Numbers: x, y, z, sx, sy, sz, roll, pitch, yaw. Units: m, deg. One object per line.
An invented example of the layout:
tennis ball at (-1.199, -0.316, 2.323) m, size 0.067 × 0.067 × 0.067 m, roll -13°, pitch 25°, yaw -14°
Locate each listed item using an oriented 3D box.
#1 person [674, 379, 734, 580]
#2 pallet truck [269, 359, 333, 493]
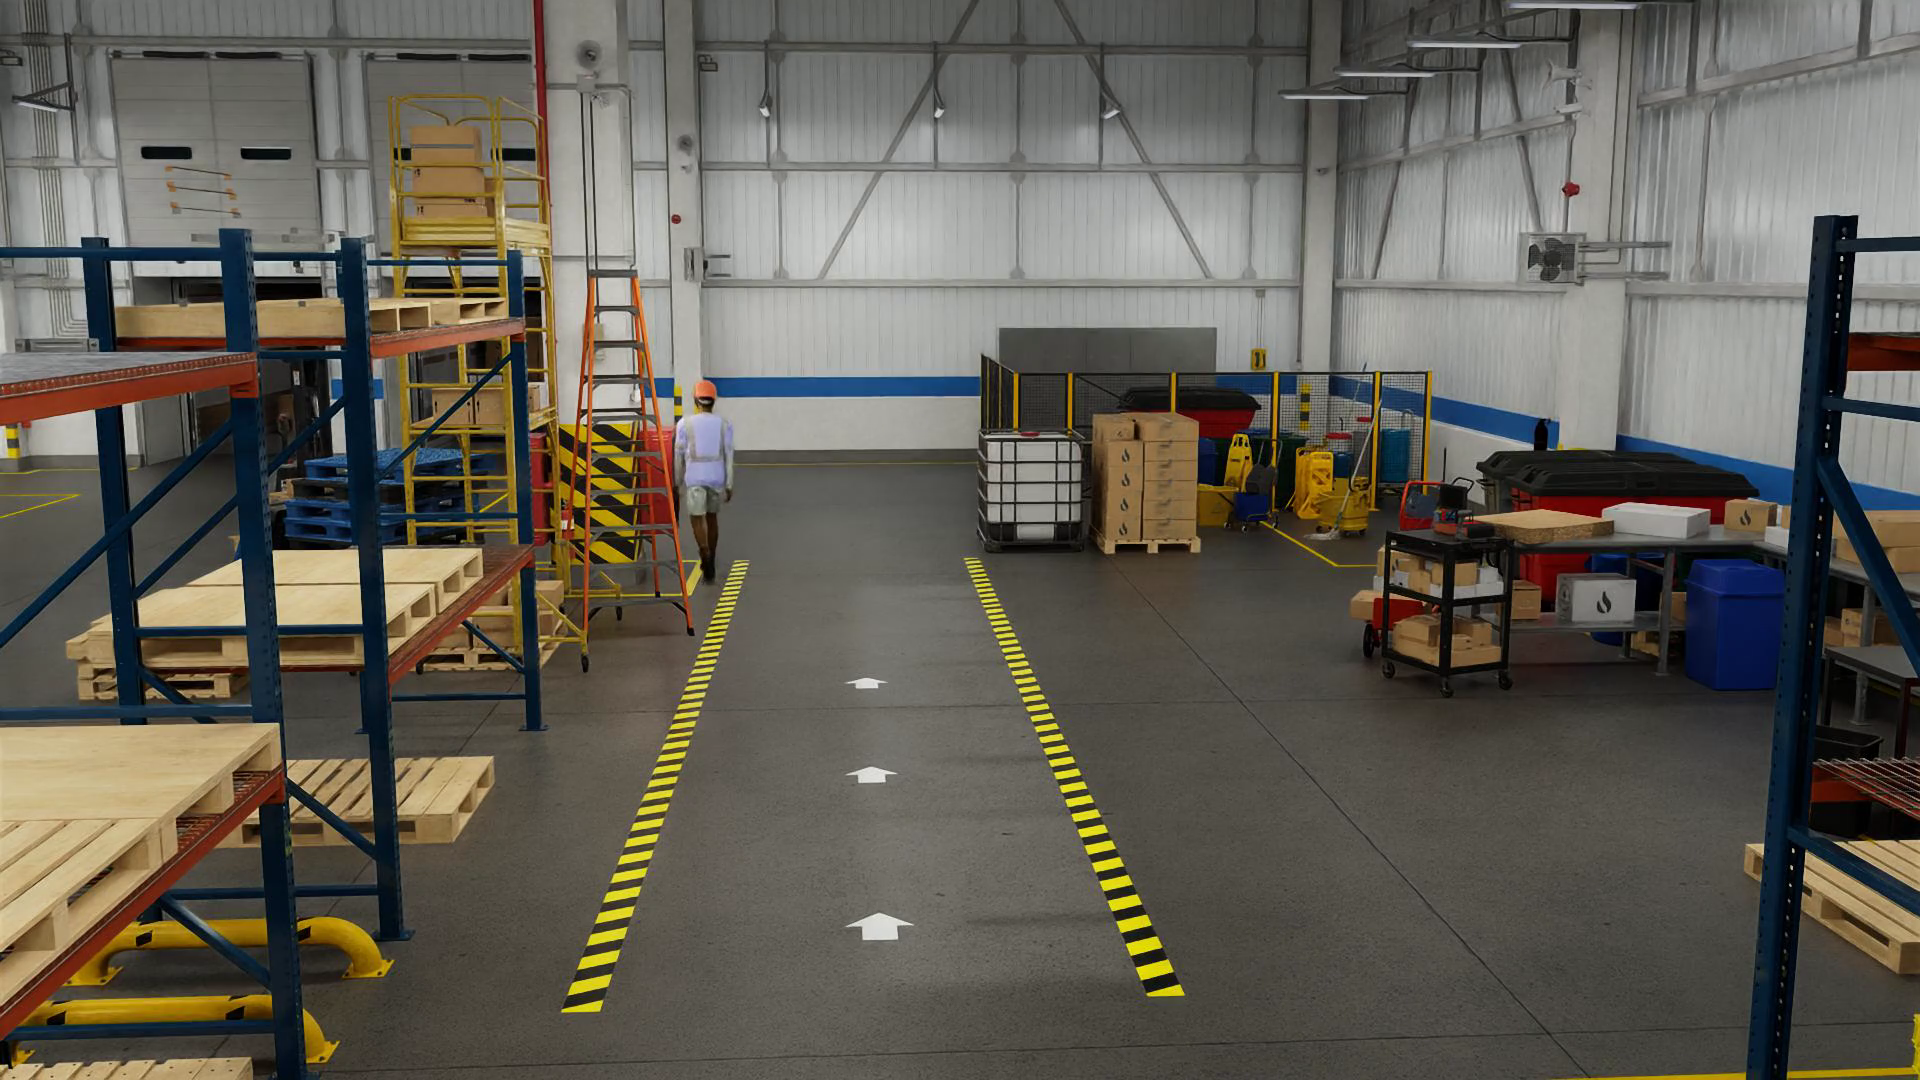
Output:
person at (-2.399, -0.572, 15.788) m, size 0.547 × 1.909 × 0.828 m, roll -4°, pitch 10°, yaw -22°
pallet truck at (-7.062, -1.131, 18.996) m, size 1.885 × 1.965 × 0.823 m, roll 2°, pitch 9°, yaw 13°
